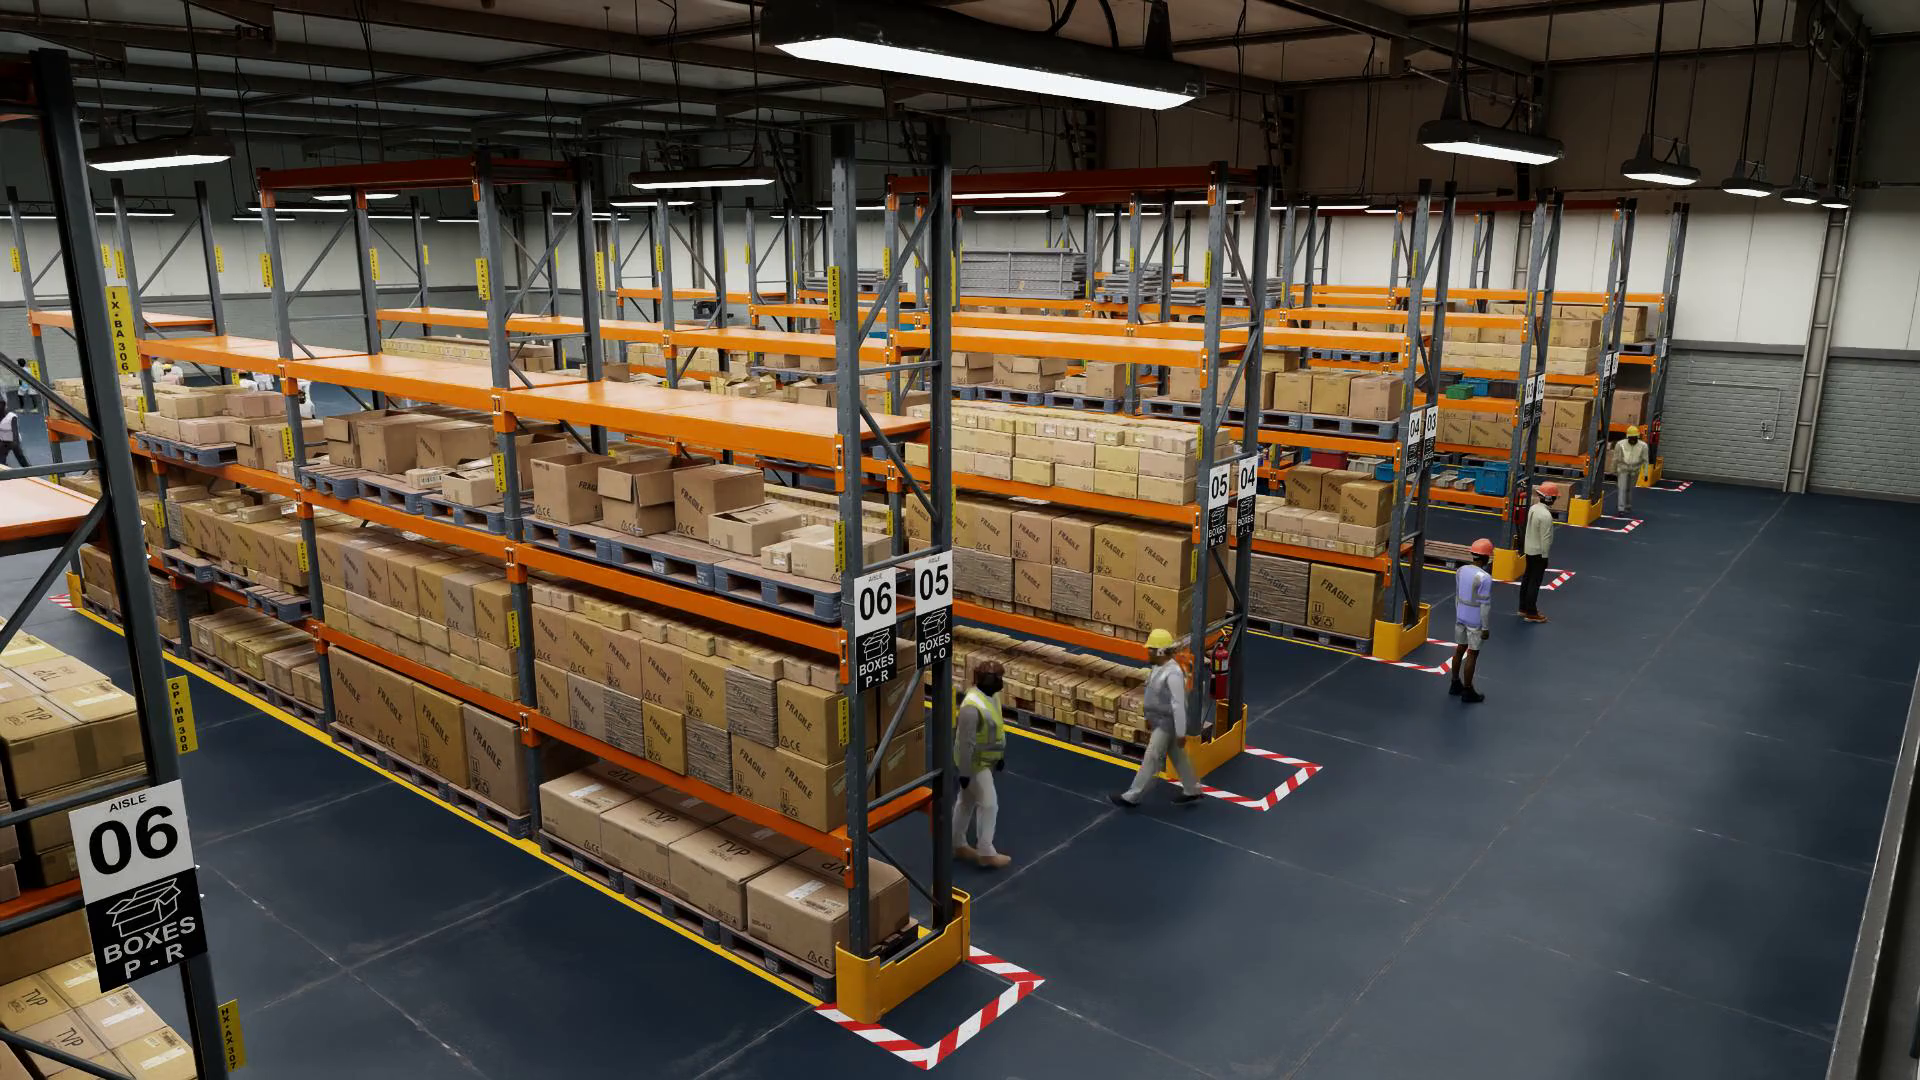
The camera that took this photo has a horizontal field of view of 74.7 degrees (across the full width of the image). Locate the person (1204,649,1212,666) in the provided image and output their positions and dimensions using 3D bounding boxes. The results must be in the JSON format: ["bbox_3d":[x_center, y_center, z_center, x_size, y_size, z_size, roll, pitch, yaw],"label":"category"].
[{"bbox_3d":[3.169,0.566,16.051,0.378,2.040,0.607,8,16,29],"label":"person"}]

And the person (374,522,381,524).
[{"bbox_3d":[-10.588,-1.069,23.023,0.383,1.922,0.587,0,14,2],"label":"person"}]

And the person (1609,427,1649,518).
[{"bbox_3d":[13.005,-1.331,24.448,0.662,1.766,0.956,5,14,18],"label":"person"}]

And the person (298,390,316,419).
[{"bbox_3d":[-15.242,-2.571,29.310,0.532,1.870,0.315,-7,15,-26],"label":"person"}]

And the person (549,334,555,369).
[{"bbox_3d":[-15.041,-6.826,46.939,0.584,1.819,0.598,6,15,22],"label":"person"}]

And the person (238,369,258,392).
[{"bbox_3d":[-18.723,-3.553,33.089,0.633,1.987,1.063,-4,14,-17],"label":"person"}]

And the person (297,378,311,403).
[{"bbox_3d":[-20.007,-4.733,38.242,0.582,1.854,0.879,-13,19,-42],"label":"person"}]

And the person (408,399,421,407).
[{"bbox_3d":[-16.103,-4.397,37.055,0.523,1.760,0.328,0,14,2],"label":"person"}]

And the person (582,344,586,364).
[{"bbox_3d":[-13.219,-6.392,45.084,0.429,1.846,0.622,5,15,21],"label":"person"}]

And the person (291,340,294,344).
[{"bbox_3d":[-22.524,-5.802,42.522,0.643,1.909,0.410,-1,14,-4],"label":"person"}]

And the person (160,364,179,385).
[{"bbox_3d":[-22.581,-4.155,36.043,0.327,1.765,0.528,6,15,24],"label":"person"}]

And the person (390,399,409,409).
[{"bbox_3d":[-17.017,-4.752,38.274,0.868,1.877,0.652,3,14,13],"label":"person"}]

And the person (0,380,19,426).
[{"bbox_3d":[-25.728,-3.667,33.732,0.634,1.914,0.741,5,14,18],"label":"person"}]

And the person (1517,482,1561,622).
[{"bbox_3d":[8.209,0.160,17.836,0.407,1.987,0.614,1,14,5],"label":"person"}]

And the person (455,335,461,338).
[{"bbox_3d":[-17.723,-6.335,44.735,0.695,1.903,0.398,-10,17,-37],"label":"person"}]

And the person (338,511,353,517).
[{"bbox_3d":[-11.470,-1.104,23.152,0.650,1.928,0.469,7,15,25],"label":"person"}]

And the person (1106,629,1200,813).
[{"bbox_3d":[1.885,1.705,11.921,0.955,1.771,0.596,-1,14,-3],"label":"person"}]

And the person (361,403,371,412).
[{"bbox_3d":[-13.111,-2.195,28.004,0.535,1.751,0.645,0,14,-1],"label":"person"}]

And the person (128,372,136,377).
[{"bbox_3d":[-23.631,-4.079,36.001,0.270,1.632,0.504,11,18,38],"label":"person"}]

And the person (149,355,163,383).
[{"bbox_3d":[-24.249,-4.786,38.406,0.855,1.904,0.649,-6,15,-23],"label":"person"}]

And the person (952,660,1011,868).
[{"bbox_3d":[0.209,1.929,10.942,0.682,1.804,0.663,3,14,12],"label":"person"}]

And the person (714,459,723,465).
[{"bbox_3d":[-5.265,-2.080,27.140,0.547,1.942,0.351,4,14,15],"label":"person"}]

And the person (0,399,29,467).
[{"bbox_3d":[-20.863,-2.133,27.521,0.617,1.865,1.011,2,14,8],"label":"person"}]

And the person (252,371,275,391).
[{"bbox_3d":[-21.489,-4.907,38.859,0.581,1.893,0.643,-8,16,-31],"label":"person"}]

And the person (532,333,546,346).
[{"bbox_3d":[-16.366,-7.326,49.016,0.526,1.809,0.939,-5,15,-21],"label":"person"}]

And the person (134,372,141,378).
[{"bbox_3d":[-26.704,-5.403,41.008,0.702,1.845,0.532,10,17,34],"label":"person"}]

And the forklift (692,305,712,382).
[{"bbox_3d":[-9.511,-7.392,47.124,1.873,2.768,1.129,11,17,38],"label":"forklift"}]

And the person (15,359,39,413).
[{"bbox_3d":[-28.653,-4.708,38.494,0.753,1.667,0.556,2,14,7],"label":"person"}]

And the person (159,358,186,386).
[{"bbox_3d":[-22.768,-4.377,36.471,0.692,2.000,0.682,3,14,13],"label":"person"}]

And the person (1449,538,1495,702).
[{"bbox_3d":[6.037,0.928,14.800,0.389,1.929,0.545,-4,14,-15],"label":"person"}]
